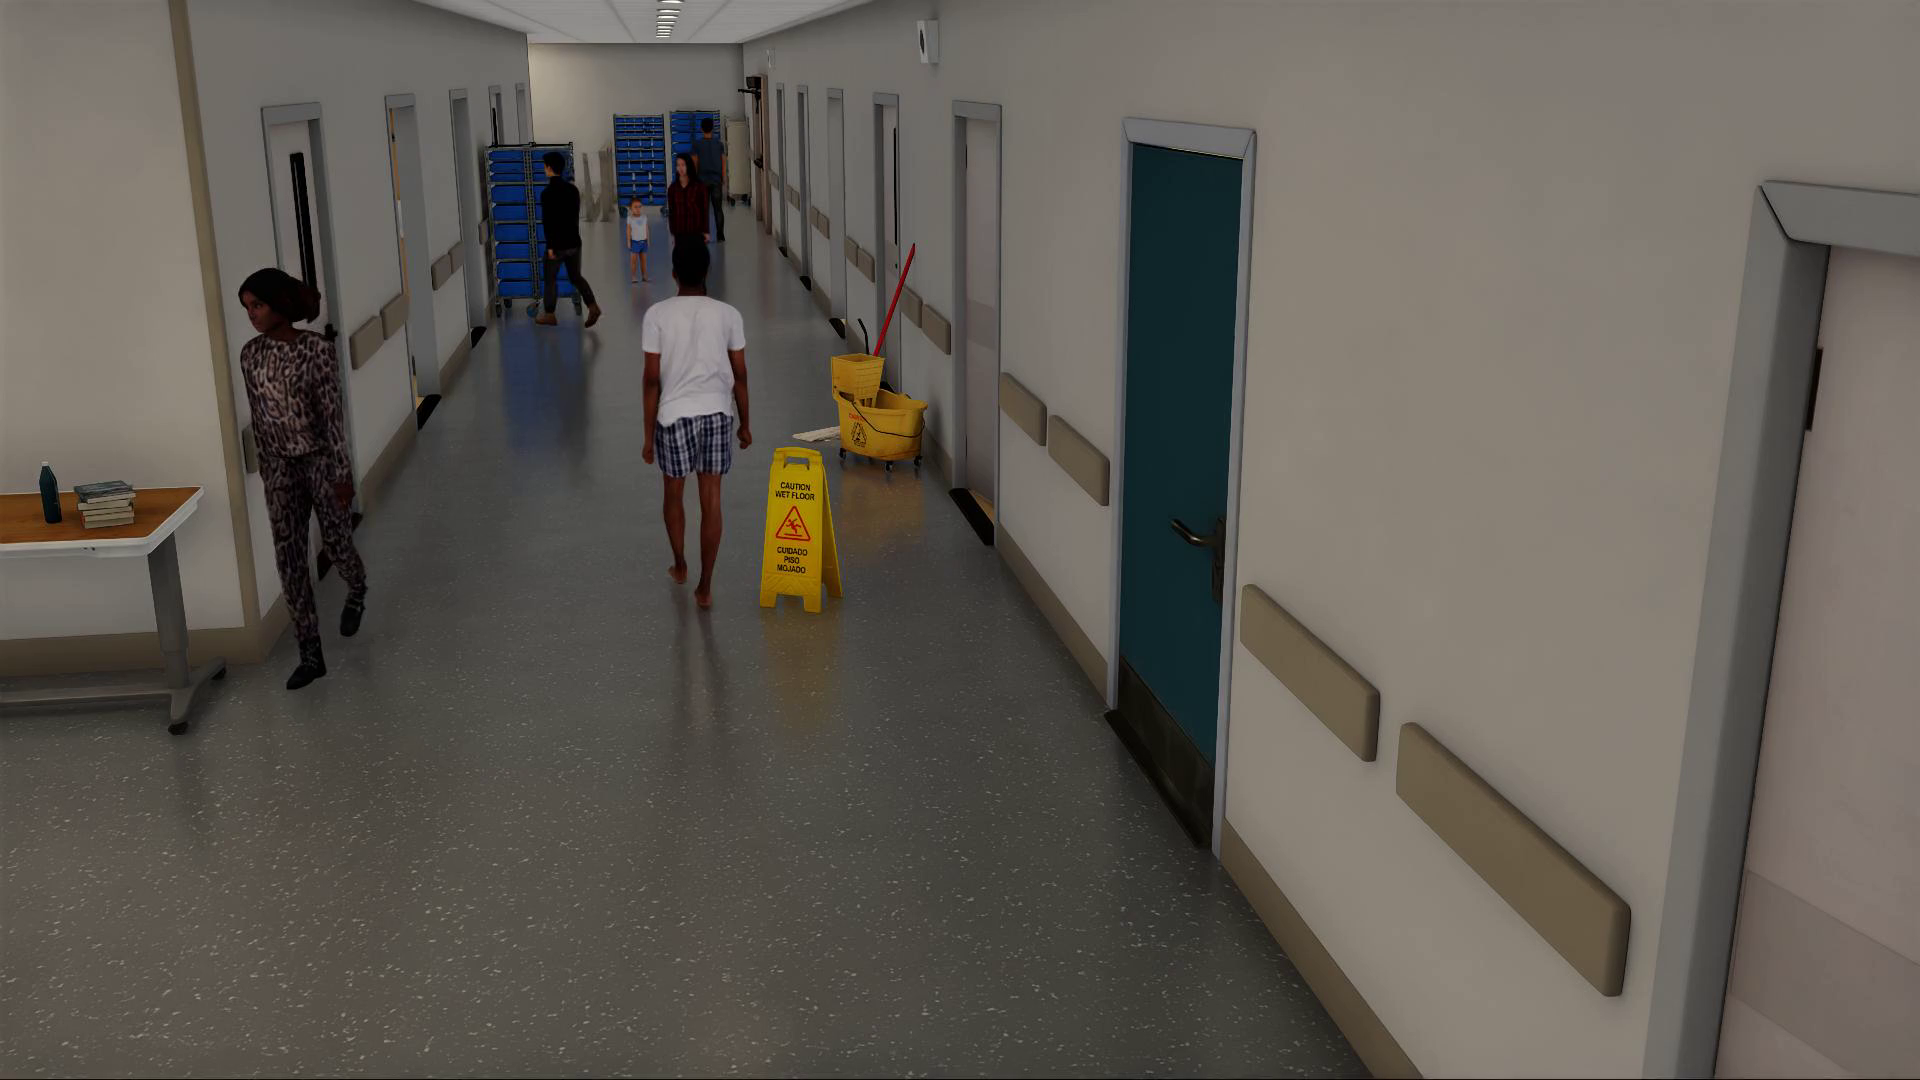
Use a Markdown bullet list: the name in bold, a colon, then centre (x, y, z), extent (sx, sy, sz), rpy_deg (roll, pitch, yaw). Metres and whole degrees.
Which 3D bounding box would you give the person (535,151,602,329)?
- **person**: centre (-3.853, -2.932, 16.333), extent (1.121, 1.711, 1.026), rpy_deg (12, 20, 37)

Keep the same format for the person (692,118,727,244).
- **person**: centre (-3.712, -5.328, 24.649), extent (0.677, 1.810, 0.586), rpy_deg (-5, 17, -18)

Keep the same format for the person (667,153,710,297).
- **person**: centre (-2.816, -3.207, 17.436), extent (0.693, 1.641, 0.871), rpy_deg (1, 16, 3)

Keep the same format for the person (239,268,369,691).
- **person**: centre (-2.700, -0.277, 6.984), extent (0.788, 1.675, 1.166), rpy_deg (1, 16, 2)

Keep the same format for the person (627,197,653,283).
- **person**: centre (-3.882, -3.621, 20.058), extent (0.475, 1.016, 0.496), rpy_deg (-10, 18, -31)

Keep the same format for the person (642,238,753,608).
- **person**: centre (-1.237, -0.514, 7.759), extent (0.662, 1.709, 0.818), rpy_deg (-3, 16, -9)
